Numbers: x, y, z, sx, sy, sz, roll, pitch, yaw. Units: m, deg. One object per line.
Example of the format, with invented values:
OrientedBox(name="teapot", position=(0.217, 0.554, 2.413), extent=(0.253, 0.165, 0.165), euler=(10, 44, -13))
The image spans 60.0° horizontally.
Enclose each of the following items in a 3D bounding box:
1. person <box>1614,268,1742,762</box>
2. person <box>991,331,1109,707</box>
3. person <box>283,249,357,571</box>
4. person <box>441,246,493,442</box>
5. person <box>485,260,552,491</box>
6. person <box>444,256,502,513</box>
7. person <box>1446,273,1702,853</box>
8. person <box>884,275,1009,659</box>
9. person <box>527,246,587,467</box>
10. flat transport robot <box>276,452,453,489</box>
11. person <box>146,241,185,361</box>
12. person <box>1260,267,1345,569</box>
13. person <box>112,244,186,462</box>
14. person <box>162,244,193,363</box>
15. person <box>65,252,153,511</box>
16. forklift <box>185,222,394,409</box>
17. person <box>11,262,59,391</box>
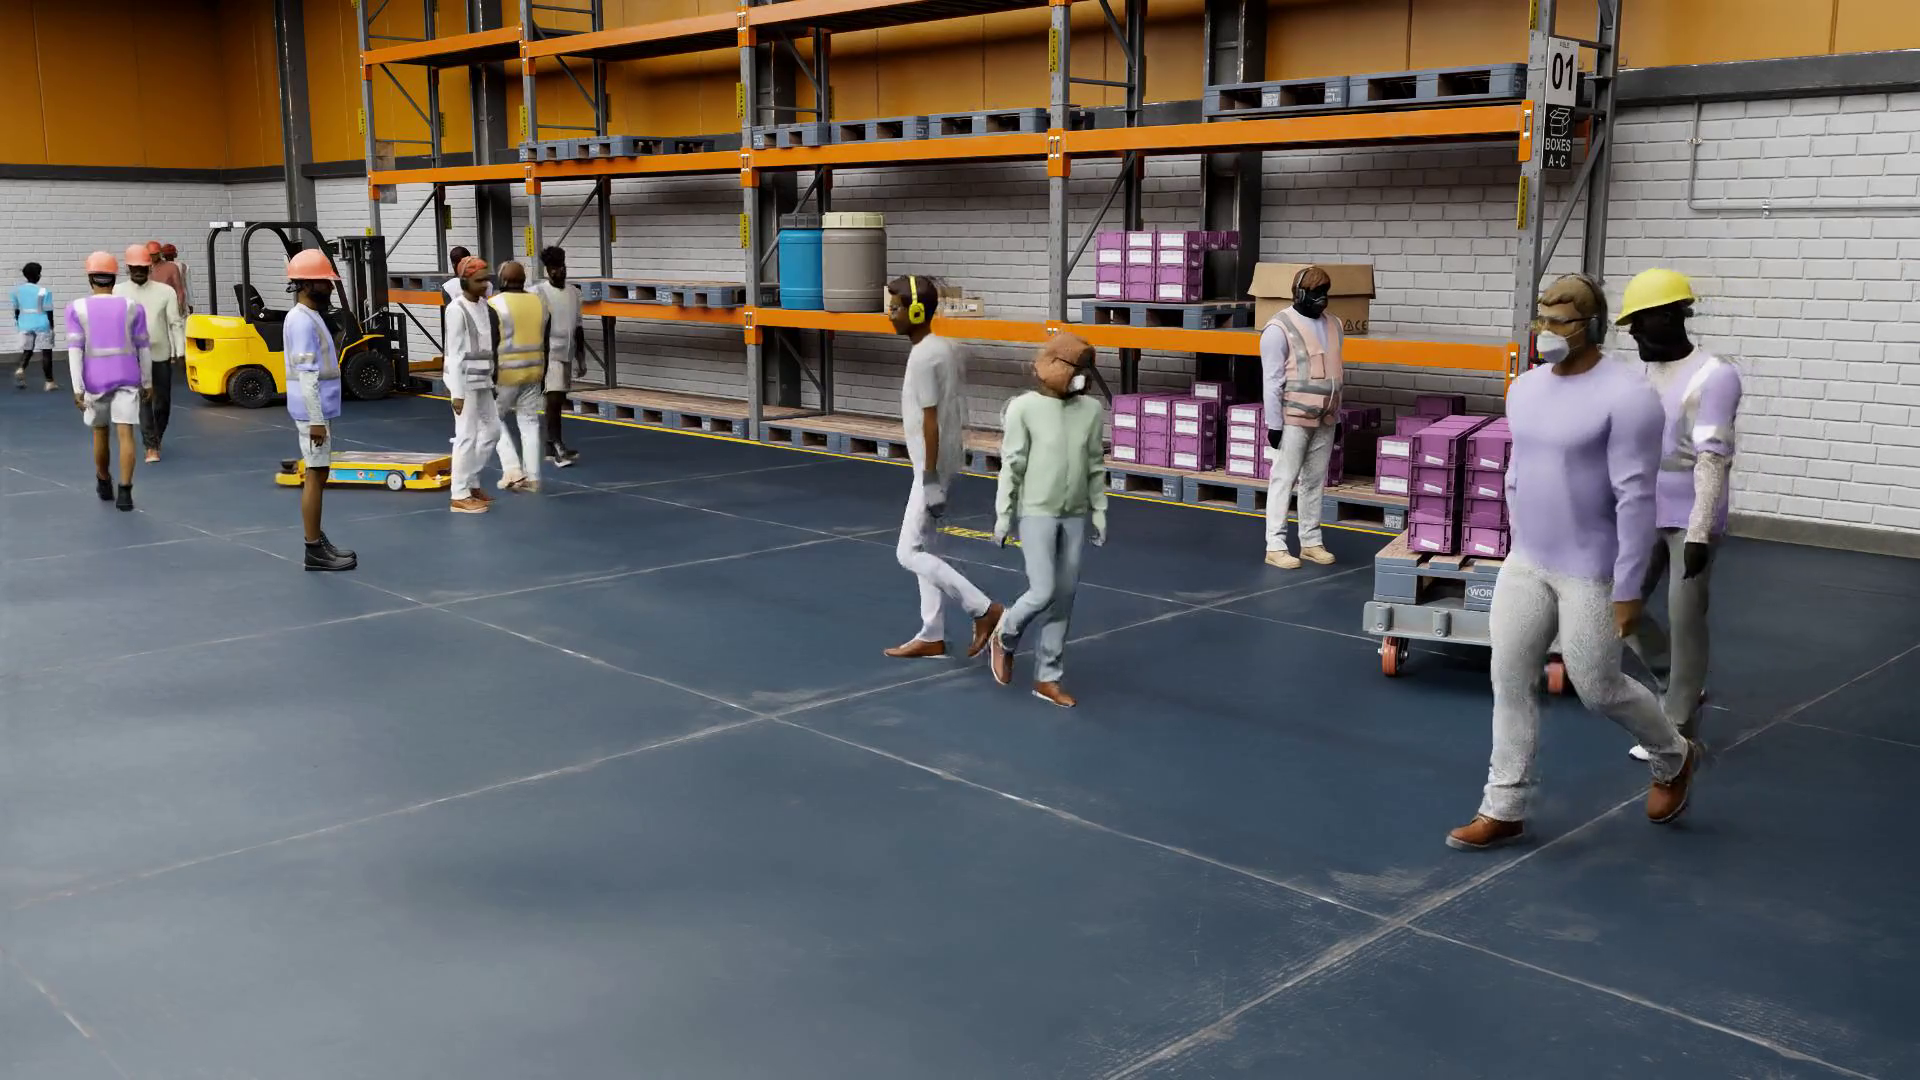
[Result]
OrientedBox(name="person", position=(2.730, -0.085, 6.396), extent=(0.423, 1.895, 0.620), euler=(-4, 11, -20))
OrientedBox(name="person", position=(0.386, -0.094, 7.196), extent=(0.535, 1.612, 0.410), euler=(-6, 12, -31))
OrientedBox(name="person", position=(-3.881, -0.781, 10.084), extent=(0.357, 1.936, 0.551), euler=(-4, 11, -19))
OrientedBox(name="person", position=(-4.790, -1.897, 16.237), extent=(0.391, 1.913, 0.587), euler=(7, 12, 33))
OrientedBox(name="person", position=(-3.507, -1.280, 13.113), extent=(0.465, 1.823, 0.651), euler=(8, 13, 39))
OrientedBox(name="person", position=(-3.579, -1.124, 12.143), extent=(0.418, 1.865, 0.609), euler=(1, 10, 5))
OrientedBox(name="person", position=(2.078, 0.082, 5.477), extent=(0.889, 1.914, 0.641), euler=(-5, 11, -24))
OrientedBox(name="person", position=(-0.081, -0.315, 7.803), extent=(0.525, 1.846, 0.559), euler=(2, 11, 11))
OrientedBox(name="person", position=(-3.542, -1.613, 14.669), extent=(0.645, 1.925, 0.685), euler=(6, 12, 31))
OrientedBox(name="flat transport robot", position=(-4.729, -0.578, 13.519), extent=(1.431, 0.197, 0.652), euler=(2, 10, 11))
OrientedBox(name="person", position=(-12.582, -3.744, 26.258), extent=(0.648, 1.948, 0.748), euler=(-3, 11, -14))
OrientedBox(name="person", position=(2.109, -0.740, 10.164), extent=(0.619, 1.836, 0.430), euler=(-7, 13, -35))
OrientedBox(name="person", position=(-7.420, -1.720, 15.194), extent=(0.617, 1.958, 0.932), euler=(-6, 12, -28))
OrientedBox(name="person", position=(-12.529, -3.764, 26.496), extent=(0.587, 1.882, 0.341), euler=(-8, 13, -38))
OrientedBox(name="person", position=(-6.374, -1.200, 12.485), extent=(0.564, 1.887, 0.974), euler=(-6, 12, -30))
OrientedBox(name="forklift", position=(-8.169, -2.758, 20.163), extent=(2.313, 2.155, 1.214), euler=(-10, 14, -44))
OrientedBox(name="person", position=(-11.960, -2.744, 21.473), extent=(0.538, 1.680, 0.641), euler=(-1, 10, -3))
